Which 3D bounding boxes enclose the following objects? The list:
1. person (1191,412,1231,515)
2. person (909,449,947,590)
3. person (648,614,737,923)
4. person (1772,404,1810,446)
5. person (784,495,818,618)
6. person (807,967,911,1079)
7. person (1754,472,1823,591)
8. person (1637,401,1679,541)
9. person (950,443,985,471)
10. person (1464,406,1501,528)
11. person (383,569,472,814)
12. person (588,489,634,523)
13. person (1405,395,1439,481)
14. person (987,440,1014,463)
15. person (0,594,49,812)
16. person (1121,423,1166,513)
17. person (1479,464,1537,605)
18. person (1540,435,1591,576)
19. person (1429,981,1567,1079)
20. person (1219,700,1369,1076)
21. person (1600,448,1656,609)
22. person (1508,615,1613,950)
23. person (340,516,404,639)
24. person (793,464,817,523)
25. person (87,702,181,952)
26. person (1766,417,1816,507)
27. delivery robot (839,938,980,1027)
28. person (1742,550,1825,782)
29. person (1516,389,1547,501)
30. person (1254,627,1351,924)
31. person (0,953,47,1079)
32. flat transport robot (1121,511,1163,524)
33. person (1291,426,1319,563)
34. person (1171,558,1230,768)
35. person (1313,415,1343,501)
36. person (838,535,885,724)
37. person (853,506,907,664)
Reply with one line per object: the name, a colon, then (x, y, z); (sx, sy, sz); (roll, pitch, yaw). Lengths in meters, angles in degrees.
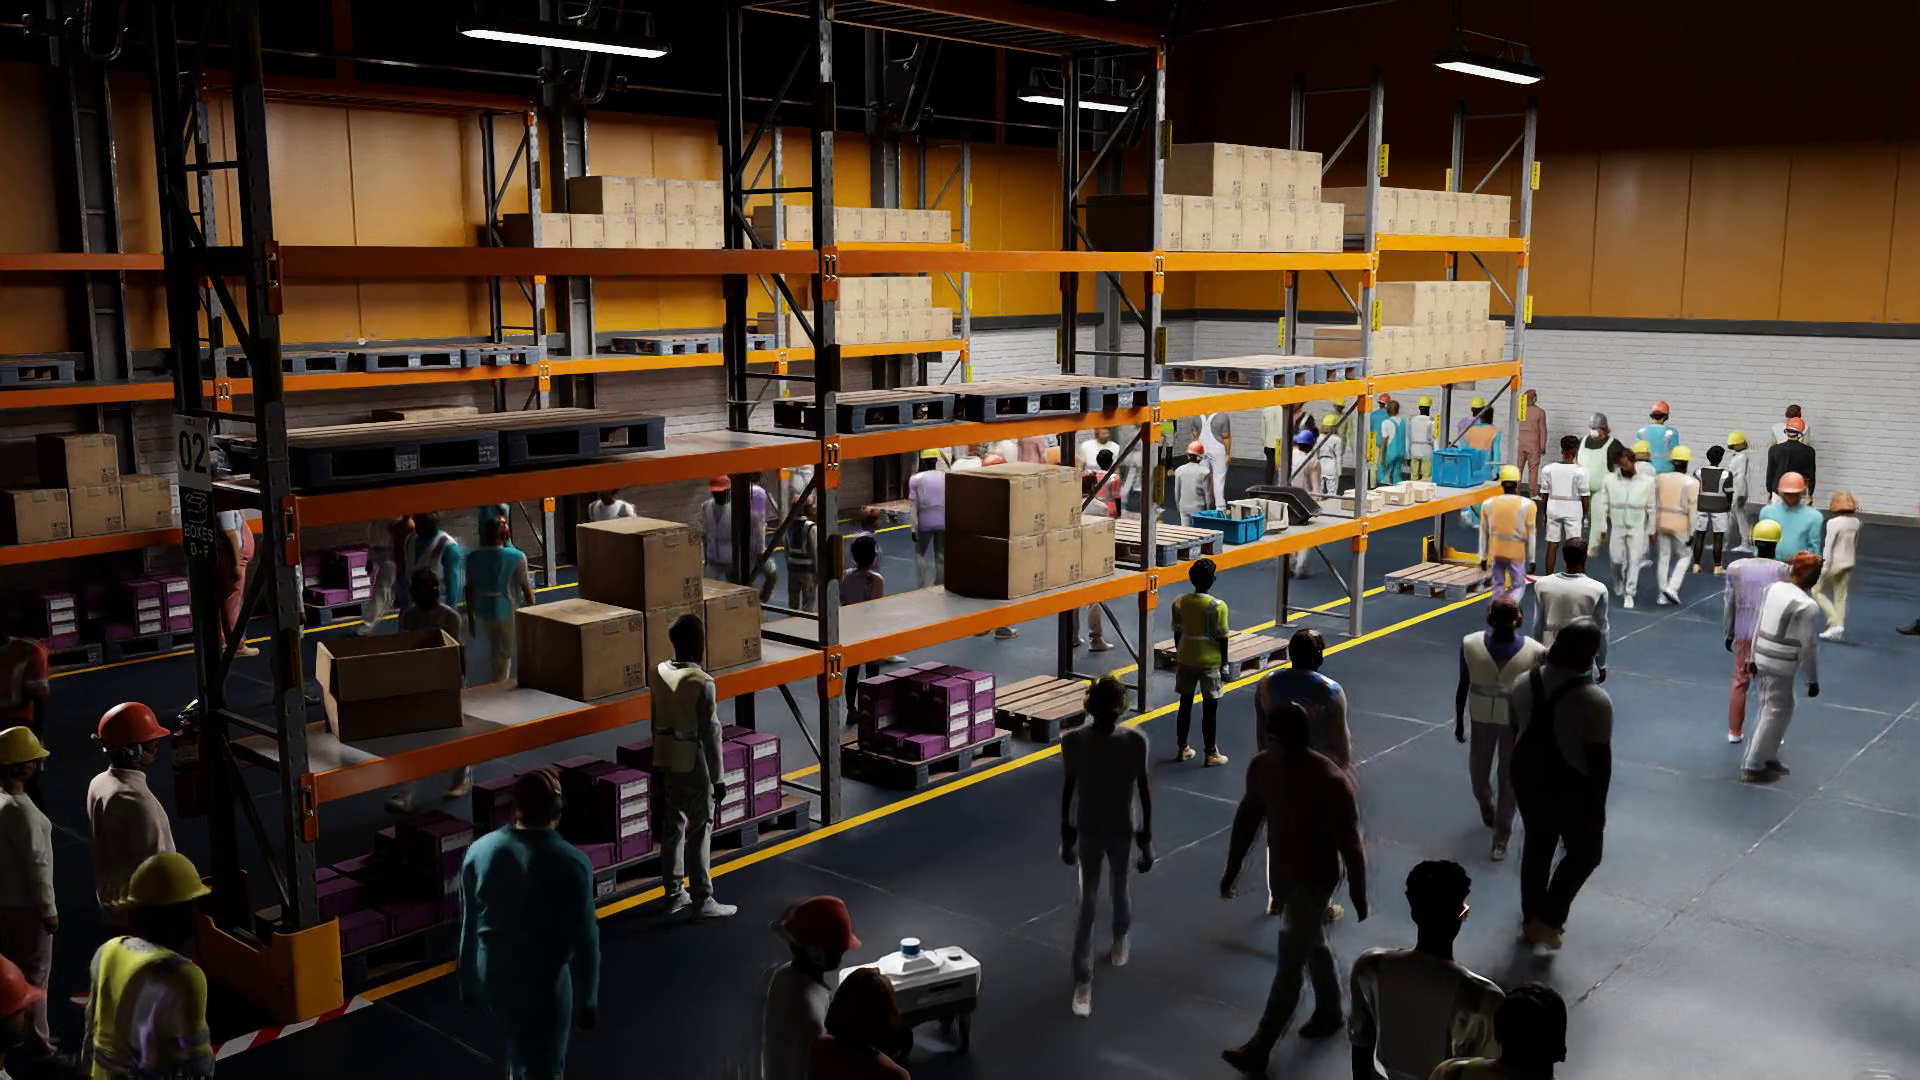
person: (4.092, -1.417, 26.746); (0.684, 2.000, 0.538); (8, 12, 40)
person: (-0.330, -0.191, 19.828); (0.610, 1.910, 0.463); (-3, 10, -16)
person: (-1.680, 1.402, 10.270); (0.593, 1.922, 0.391); (8, 12, 40)
person: (12.976, -1.200, 26.029); (0.566, 1.846, 0.389); (8, 12, 40)
person: (-1.651, 0.333, 17.492); (0.514, 1.641, 0.307); (8, 12, 40)
person: (-0.327, 2.286, 5.852); (0.500, 1.633, 0.284); (8, 12, 40)
person: (8.367, 0.278, 16.846); (0.615, 1.973, 0.552); (7, 12, 35)
person: (10.174, -1.007, 24.281); (0.608, 2.048, 0.365); (8, 12, 40)
person: (0.167, -0.329, 20.738); (0.679, 1.888, 0.451); (7, 12, 35)
person: (7.890, -1.093, 25.251); (0.653, 1.895, 0.628); (-7, 12, -37)
person: (-3.940, 1.123, 12.304); (0.514, 1.801, 0.937); (2, 10, 11)
person: (-3.692, 0.244, 17.368); (0.576, 1.858, 0.756); (3, 10, 19)
person: (7.438, -1.361, 26.739); (0.587, 1.930, 0.359); (8, 12, 40)
person: (0.518, -0.705, 22.681); (0.422, 1.971, 0.704); (-4, 10, -23)
person: (-6.349, 1.290, 10.967); (0.630, 1.905, 1.008); (-1, 10, -7)
person: (2.903, -1.251, 26.775); (0.897, 1.698, 0.489); (-6, 11, -31)
person: (5.853, 0.145, 17.807); (0.605, 1.908, 0.458); (6, 11, 34)
person: (7.405, -0.308, 20.344); (0.607, 1.966, 0.367); (8, 12, 40)
person: (1.777, 2.279, 5.267); (0.627, 1.846, 0.429); (8, 12, 40)
person: (1.681, 1.728, 8.460); (1.028, 1.876, 0.662); (-6, 11, -33)
person: (7.918, -0.165, 19.703); (0.636, 1.894, 0.601); (4, 10, 24)
person: (3.555, 1.420, 9.808); (0.564, 2.000, 0.718); (-6, 11, -32)
person: (-6.161, 0.221, 17.736); (0.950, 1.776, 0.620); (-6, 11, -33)
person: (-2.133, -0.715, 23.001); (0.570, 1.889, 0.554); (0, 10, 0)
person: (-3.920, 1.751, 7.965); (0.612, 1.995, 0.377); (8, 12, 40)
person: (11.135, -0.651, 22.306); (0.612, 1.995, 0.377); (8, 12, 40)
delivery robot: (-0.256, 2.311, 8.636); (0.707, 0.478, 0.477); (-5, 11, -27)
person: (6.419, 0.992, 12.907); (0.598, 1.856, 0.605); (-1, 10, -4)
person: (9.691, -1.618, 28.348); (0.643, 1.909, 0.410); (8, 12, 40)
person: (2.123, 1.445, 10.250); (0.627, 1.846, 0.429); (8, 12, 40)
person: (-3.002, 2.233, 5.251); (0.545, 1.942, 0.349); (8, 12, 40)
flat transport robot: (2.543, -0.235, 24.960); (0.652, 0.197, 1.431); (4, 10, 22)
person: (4.594, -0.589, 22.295); (0.455, 1.876, 0.642); (-3, 10, -17)
person: (1.947, 0.986, 13.422); (0.536, 1.696, 0.318); (8, 12, 40)
person: (5.625, -1.044, 25.403); (0.488, 1.744, 0.295); (8, 12, 40)
person: (-0.830, 0.802, 14.526); (0.535, 1.697, 0.318); (8, 12, 40)
person: (-0.810, 0.459, 16.787); (0.699, 1.609, 0.546); (-1, 10, -4)
